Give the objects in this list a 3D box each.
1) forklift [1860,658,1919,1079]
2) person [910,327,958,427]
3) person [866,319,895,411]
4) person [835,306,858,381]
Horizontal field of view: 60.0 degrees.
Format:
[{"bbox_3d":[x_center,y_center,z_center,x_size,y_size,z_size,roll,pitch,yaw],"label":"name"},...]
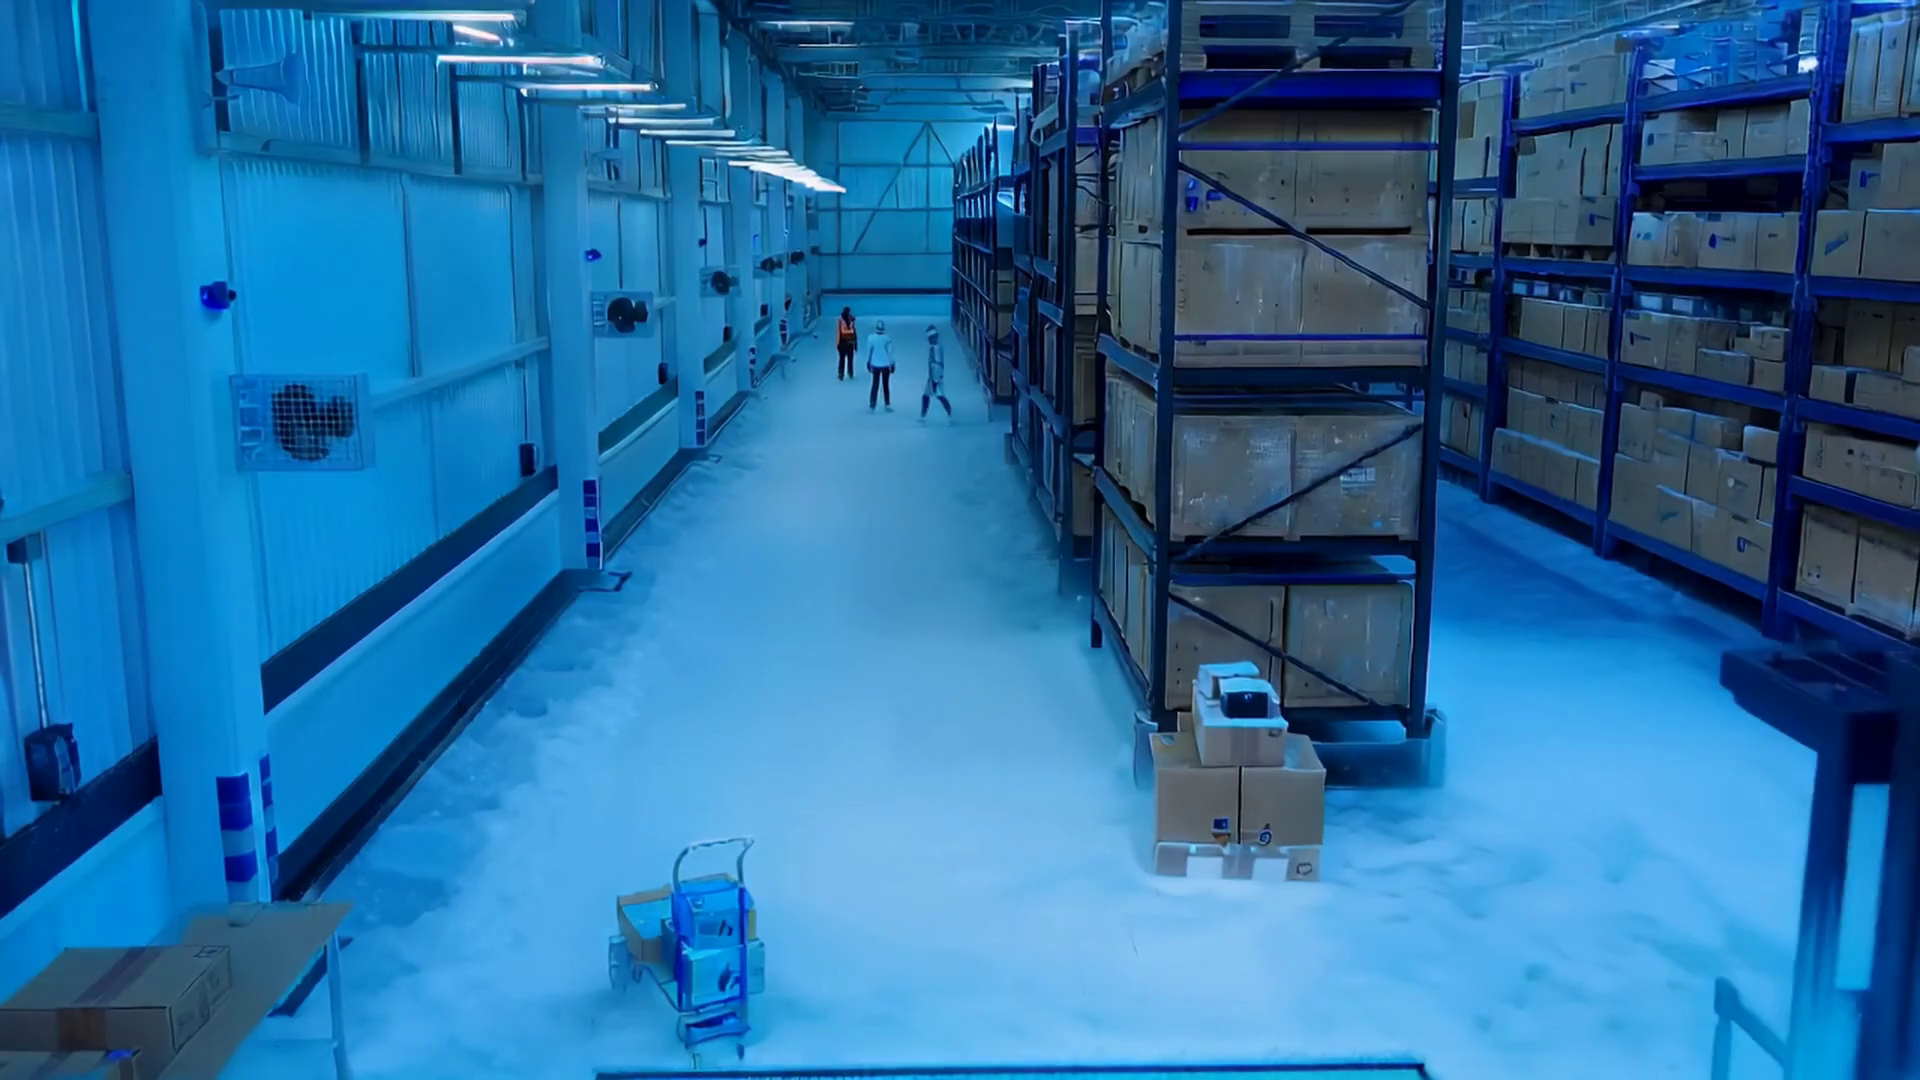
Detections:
[{"bbox_3d":[3.150,1.724,4.881,1.129,2.768,1.873,0,11,-2],"label":"forklift"},{"bbox_3d":[-0.479,-3.208,32.893,0.962,2.005,0.622,5,12,25],"label":"person"},{"bbox_3d":[-1.706,-3.749,35.694,0.617,1.986,0.408,-3,11,-15],"label":"person"},{"bbox_3d":[-2.906,-5.013,42.468,0.586,1.913,0.397,-7,13,-31],"label":"person"}]
